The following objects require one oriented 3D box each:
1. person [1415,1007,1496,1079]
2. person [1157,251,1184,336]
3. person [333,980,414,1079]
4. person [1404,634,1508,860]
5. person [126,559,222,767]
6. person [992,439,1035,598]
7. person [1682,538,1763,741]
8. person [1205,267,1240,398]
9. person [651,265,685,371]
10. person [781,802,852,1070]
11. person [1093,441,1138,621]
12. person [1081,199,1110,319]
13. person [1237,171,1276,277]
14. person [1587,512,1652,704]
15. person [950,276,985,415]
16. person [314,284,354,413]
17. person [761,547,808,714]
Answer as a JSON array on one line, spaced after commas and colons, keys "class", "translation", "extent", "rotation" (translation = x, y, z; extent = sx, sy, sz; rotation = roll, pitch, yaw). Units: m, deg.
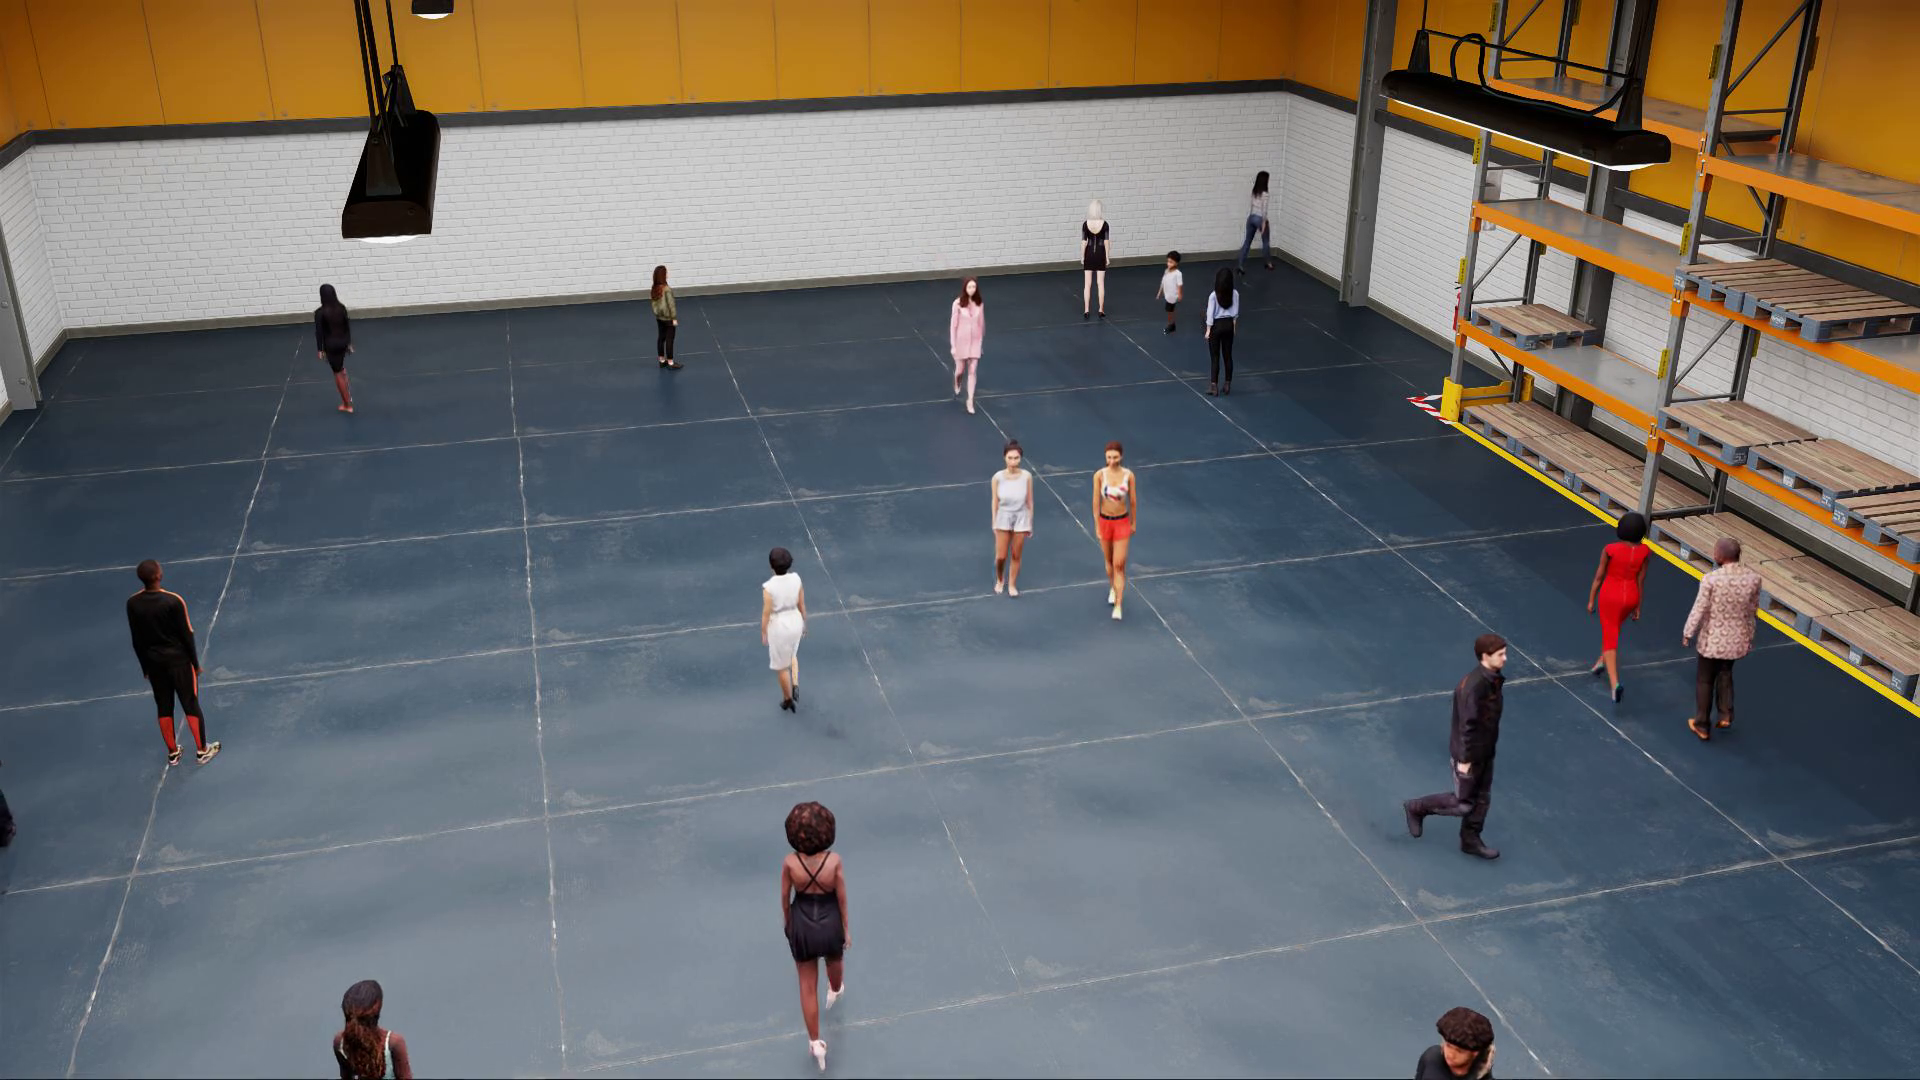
[{"class": "person", "translation": [2.571, 3.138, 8.684], "extent": [1.098, 1.740, 1.104], "rotation": [17, 29, 33]}, {"class": "person", "translation": [3.233, -3.736, 25.026], "extent": [0.640, 1.246, 0.576], "rotation": [-15, 28, -31]}, {"class": "person", "translation": [-3.073, 3.119, 8.765], "extent": [0.719, 1.709, 0.870], "rotation": [1, 24, 2]}, {"class": "person", "translation": [3.709, 1.518, 12.286], "extent": [1.116, 1.823, 1.017], "rotation": [18, 30, 36]}, {"class": "person", "translation": [-6.434, 0.988, 13.517], "extent": [0.654, 1.808, 0.599], "rotation": [-1, 24, -3]}, {"class": "person", "translation": [0.515, -0.226, 16.550], "extent": [0.579, 1.604, 0.572], "rotation": [-3, 24, -7]}, {"class": "person", "translation": [6.358, 0.874, 13.810], "extent": [0.785, 1.783, 0.745], "rotation": [0, 24, -1]}, {"class": "person", "translation": [3.498, -2.789, 22.239], "extent": [0.678, 1.744, 0.598], "rotation": [-10, 25, -21]}, {"class": "person", "translation": [-4.143, -3.135, 23.365], "extent": [0.612, 1.476, 0.715], "rotation": [21, 31, 39]}, {"class": "person", "translation": [-0.884, 2.469, 10.190], "extent": [0.722, 1.759, 1.031], "rotation": [-1, 24, -3]}, {"class": "person", "translation": [1.501, -0.165, 16.220], "extent": [0.878, 1.756, 1.130], "rotation": [3, 24, 8]}, {"class": "person", "translation": [2.083, -4.344, 25.687], "extent": [0.656, 1.831, 0.632], "rotation": [3, 24, 7]}, {"class": "person", "translation": [4.912, -5.250, 27.880], "extent": [0.984, 1.734, 1.150], "rotation": [-18, 29, -35]}, {"class": "person", "translation": [5.749, 0.616, 14.495], "extent": [0.781, 1.707, 1.138], "rotation": [0, 24, 0]}, {"class": "person", "translation": [0.075, -2.566, 21.672], "extent": [0.612, 1.788, 0.861], "rotation": [-6, 24, -14]}, {"class": "person", "translation": [-8.030, -2.474, 21.556], "extent": [0.794, 1.713, 0.737], "rotation": [14, 27, 29]}, {"class": "person", "translation": [-1.463, 0.802, 14.271], "extent": [0.666, 1.546, 0.716], "rotation": [-18, 29, -35]}]
